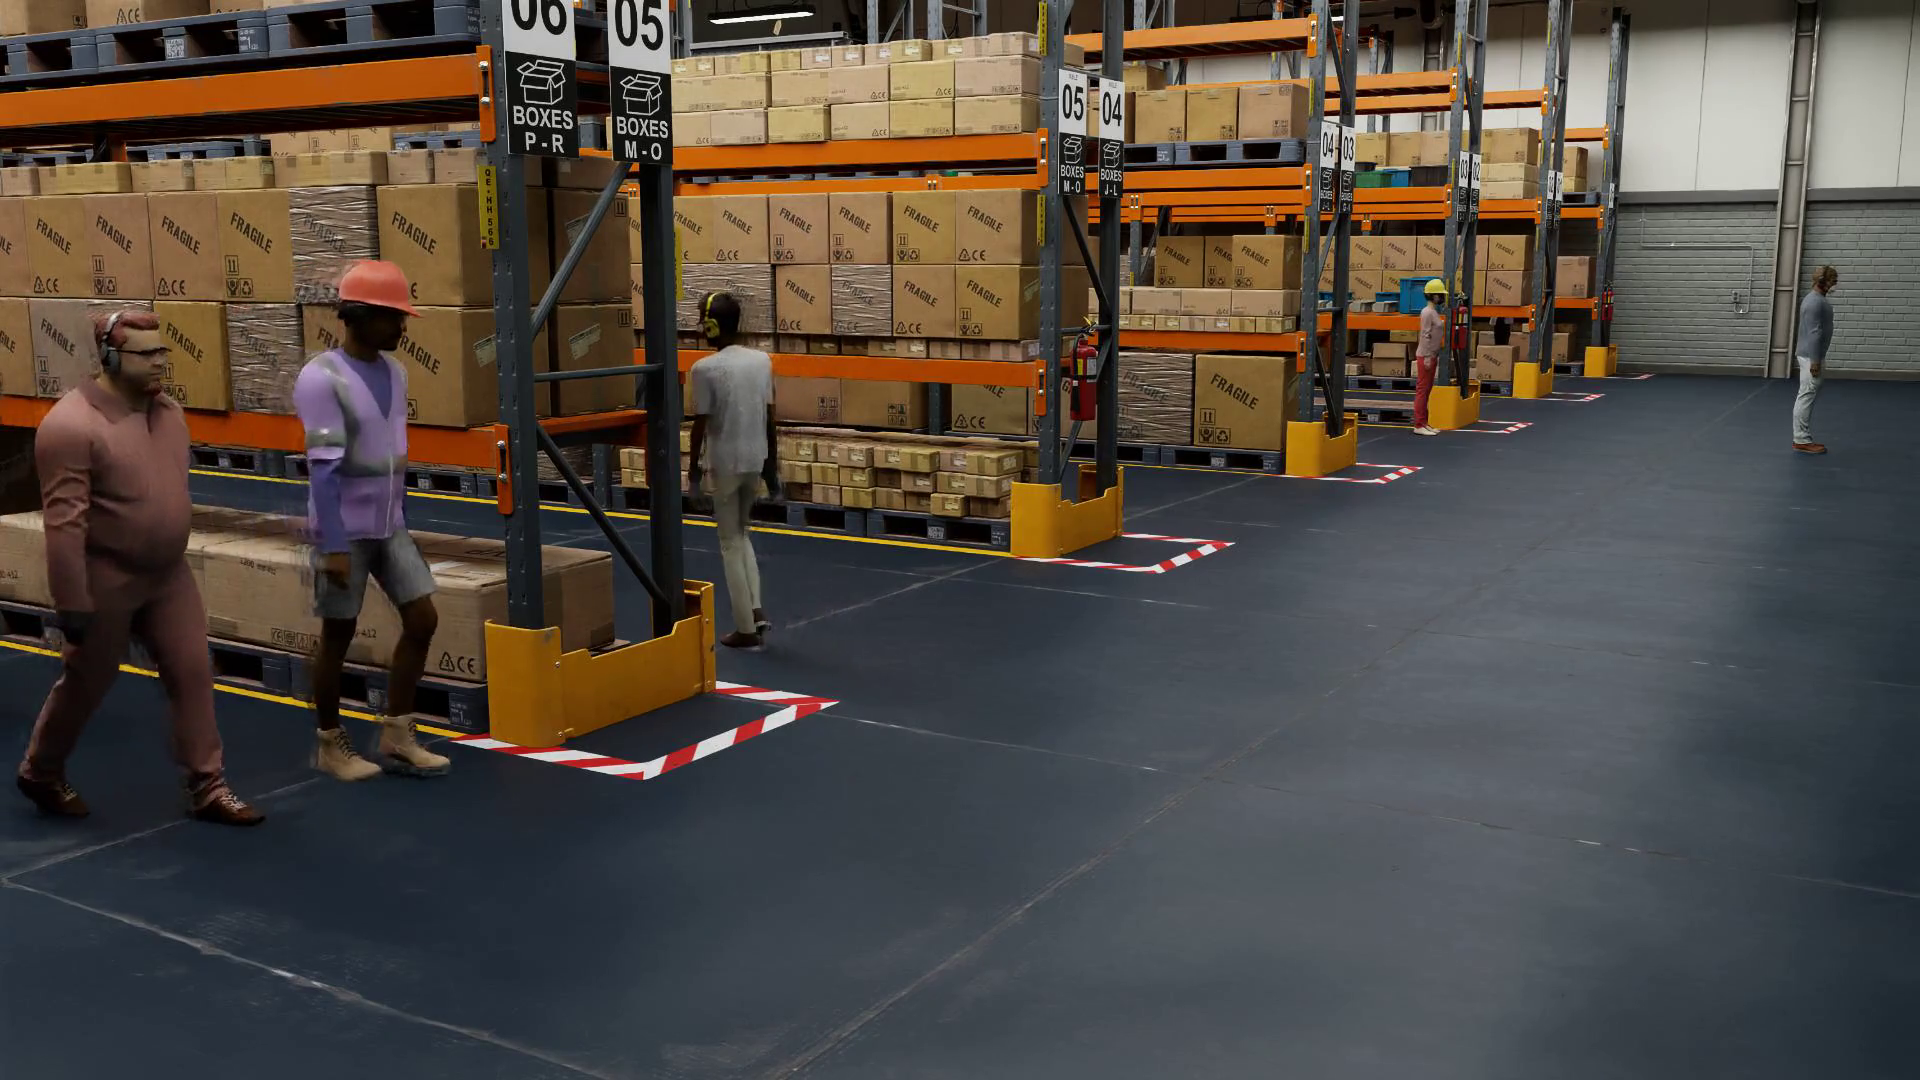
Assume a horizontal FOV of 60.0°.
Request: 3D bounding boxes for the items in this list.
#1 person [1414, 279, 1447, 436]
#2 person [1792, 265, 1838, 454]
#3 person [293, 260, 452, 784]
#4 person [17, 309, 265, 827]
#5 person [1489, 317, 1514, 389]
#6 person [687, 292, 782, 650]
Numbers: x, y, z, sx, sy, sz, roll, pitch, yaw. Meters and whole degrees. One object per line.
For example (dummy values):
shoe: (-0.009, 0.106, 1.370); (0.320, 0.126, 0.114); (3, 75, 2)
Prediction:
person: (5.355, -2.073, 18.923); (0.315, 1.770, 0.524); (5, 11, 25)
person: (8.852, -1.867, 17.224); (0.373, 1.938, 0.630); (5, 11, 26)
person: (-2.229, -0.043, 6.344); (0.706, 2.006, 0.677); (4, 10, 21)
person: (-3.007, 0.114, 5.885); (0.930, 1.863, 0.662); (3, 10, 18)
person: (8.341, -3.282, 25.561); (0.379, 1.916, 0.591); (5, 11, 27)
person: (-1.175, -0.348, 8.585); (0.536, 1.845, 0.458); (-9, 13, -44)
